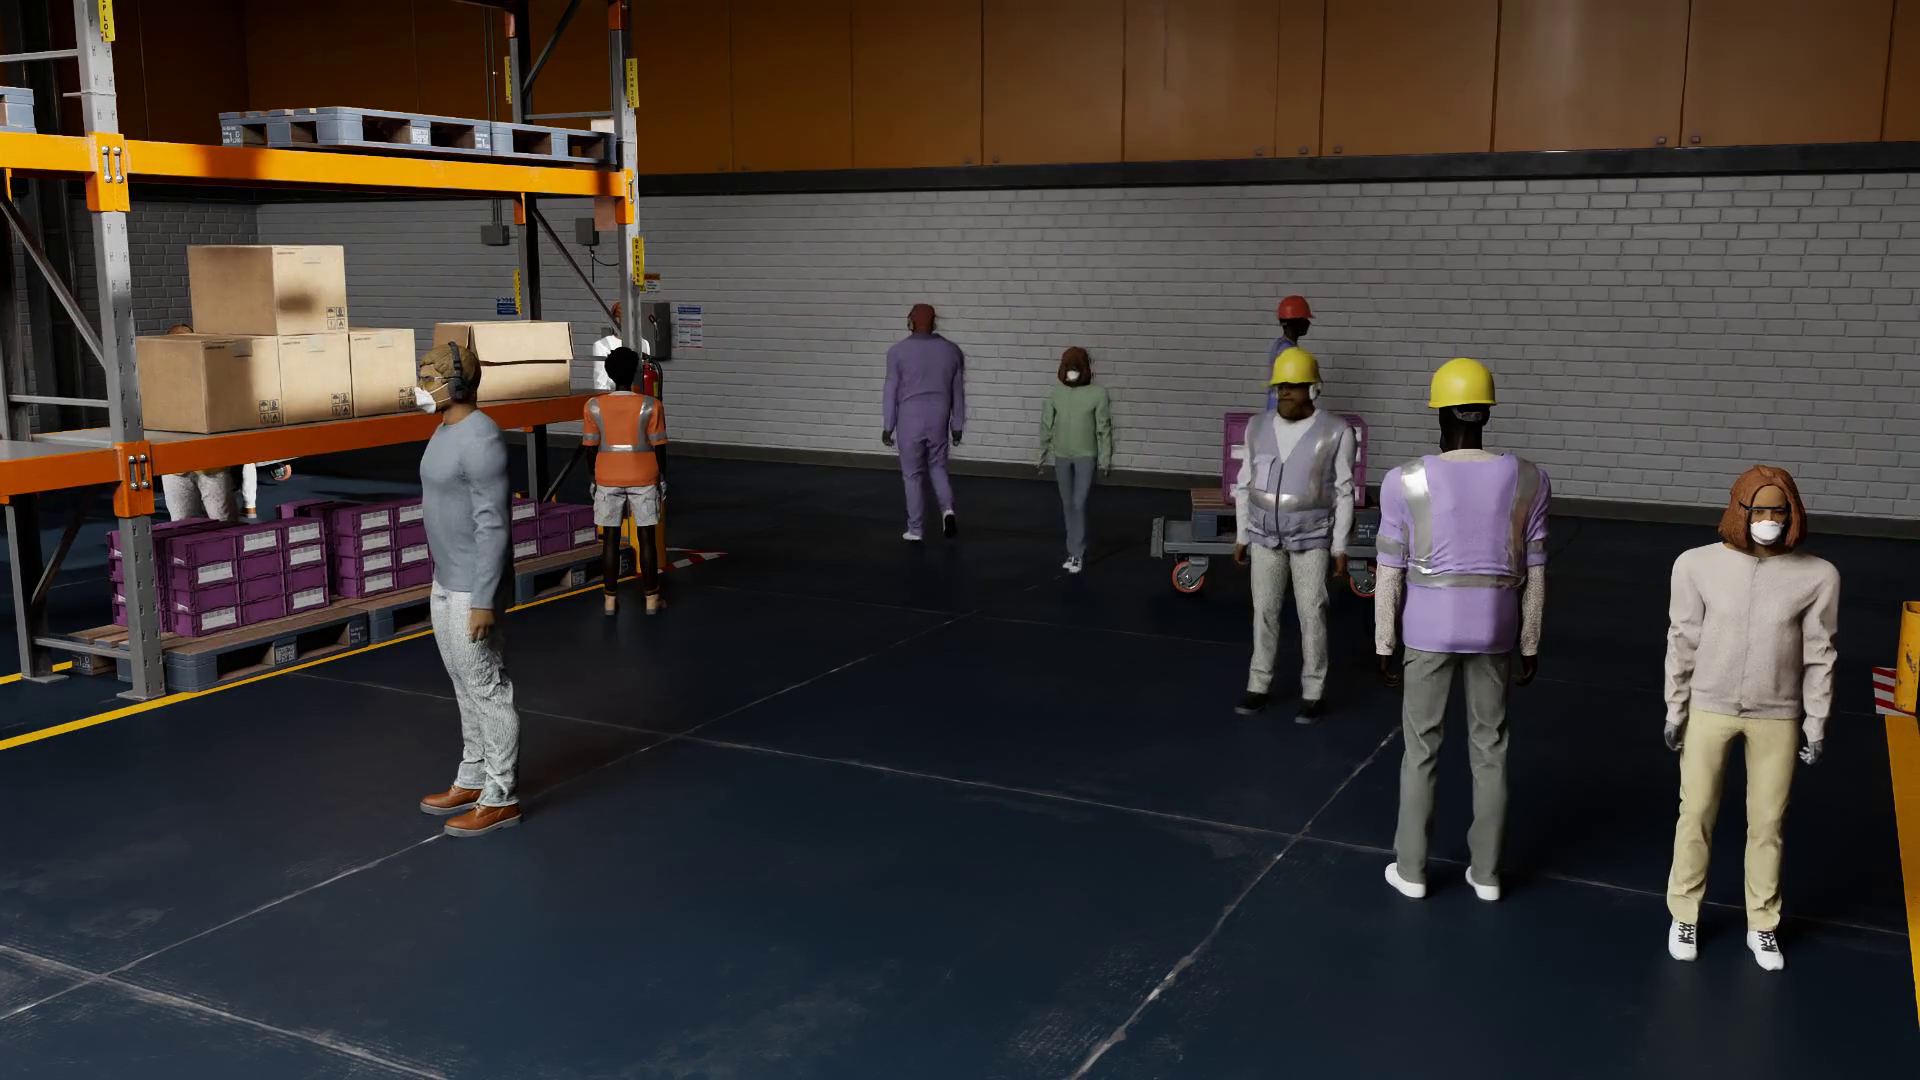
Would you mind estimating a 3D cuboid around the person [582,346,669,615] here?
[{"bbox_3d":[-2.094,-0.365,10.478,0.535,1.700,0.318,0,10,-1],"label":"person"}]

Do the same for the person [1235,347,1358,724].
[{"bbox_3d":[1.611,-0.022,8.109,0.596,1.830,0.403,6,12,32],"label":"person"}]

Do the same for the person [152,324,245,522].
[{"bbox_3d":[-4.895,-0.464,10.664,0.625,1.837,0.429,-1,10,-4],"label":"person"}]

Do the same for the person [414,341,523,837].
[{"bbox_3d":[-1.953,0.189,6.577,0.364,1.939,0.636,-6,12,-31],"label":"person"}]

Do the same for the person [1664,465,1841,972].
[{"bbox_3d":[2.504,0.566,5.305,0.492,1.625,0.282,4,11,21],"label":"person"}]

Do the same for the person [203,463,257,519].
[{"bbox_3d":[-6.297,-1.121,14.161,0.629,1.940,0.376,-10,14,-44],"label":"person"}]

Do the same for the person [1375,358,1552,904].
[{"bbox_3d":[1.748,0.325,5.864,0.592,1.919,0.398,1,10,5],"label":"person"}]

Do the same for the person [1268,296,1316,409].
[{"bbox_3d":[2.631,-0.985,13.448,0.483,1.951,0.569,1,10,5],"label":"person"}]

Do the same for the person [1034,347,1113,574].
[{"bbox_3d":[0.790,-0.564,11.848,0.532,1.609,0.607,5,11,25],"label":"person"}]

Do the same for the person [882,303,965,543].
[{"bbox_3d":[-0.285,-0.909,13.083,0.659,1.894,0.459,-4,11,-23],"label":"person"}]

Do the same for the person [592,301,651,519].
[{"bbox_3d":[-2.840,-1.079,14.095,0.350,1.879,0.578,9,13,41],"label":"person"}]

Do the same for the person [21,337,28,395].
[{"bbox_3d":[-9.386,-1.435,16.149,0.600,1.881,0.943,-7,12,-34],"label":"person"}]
